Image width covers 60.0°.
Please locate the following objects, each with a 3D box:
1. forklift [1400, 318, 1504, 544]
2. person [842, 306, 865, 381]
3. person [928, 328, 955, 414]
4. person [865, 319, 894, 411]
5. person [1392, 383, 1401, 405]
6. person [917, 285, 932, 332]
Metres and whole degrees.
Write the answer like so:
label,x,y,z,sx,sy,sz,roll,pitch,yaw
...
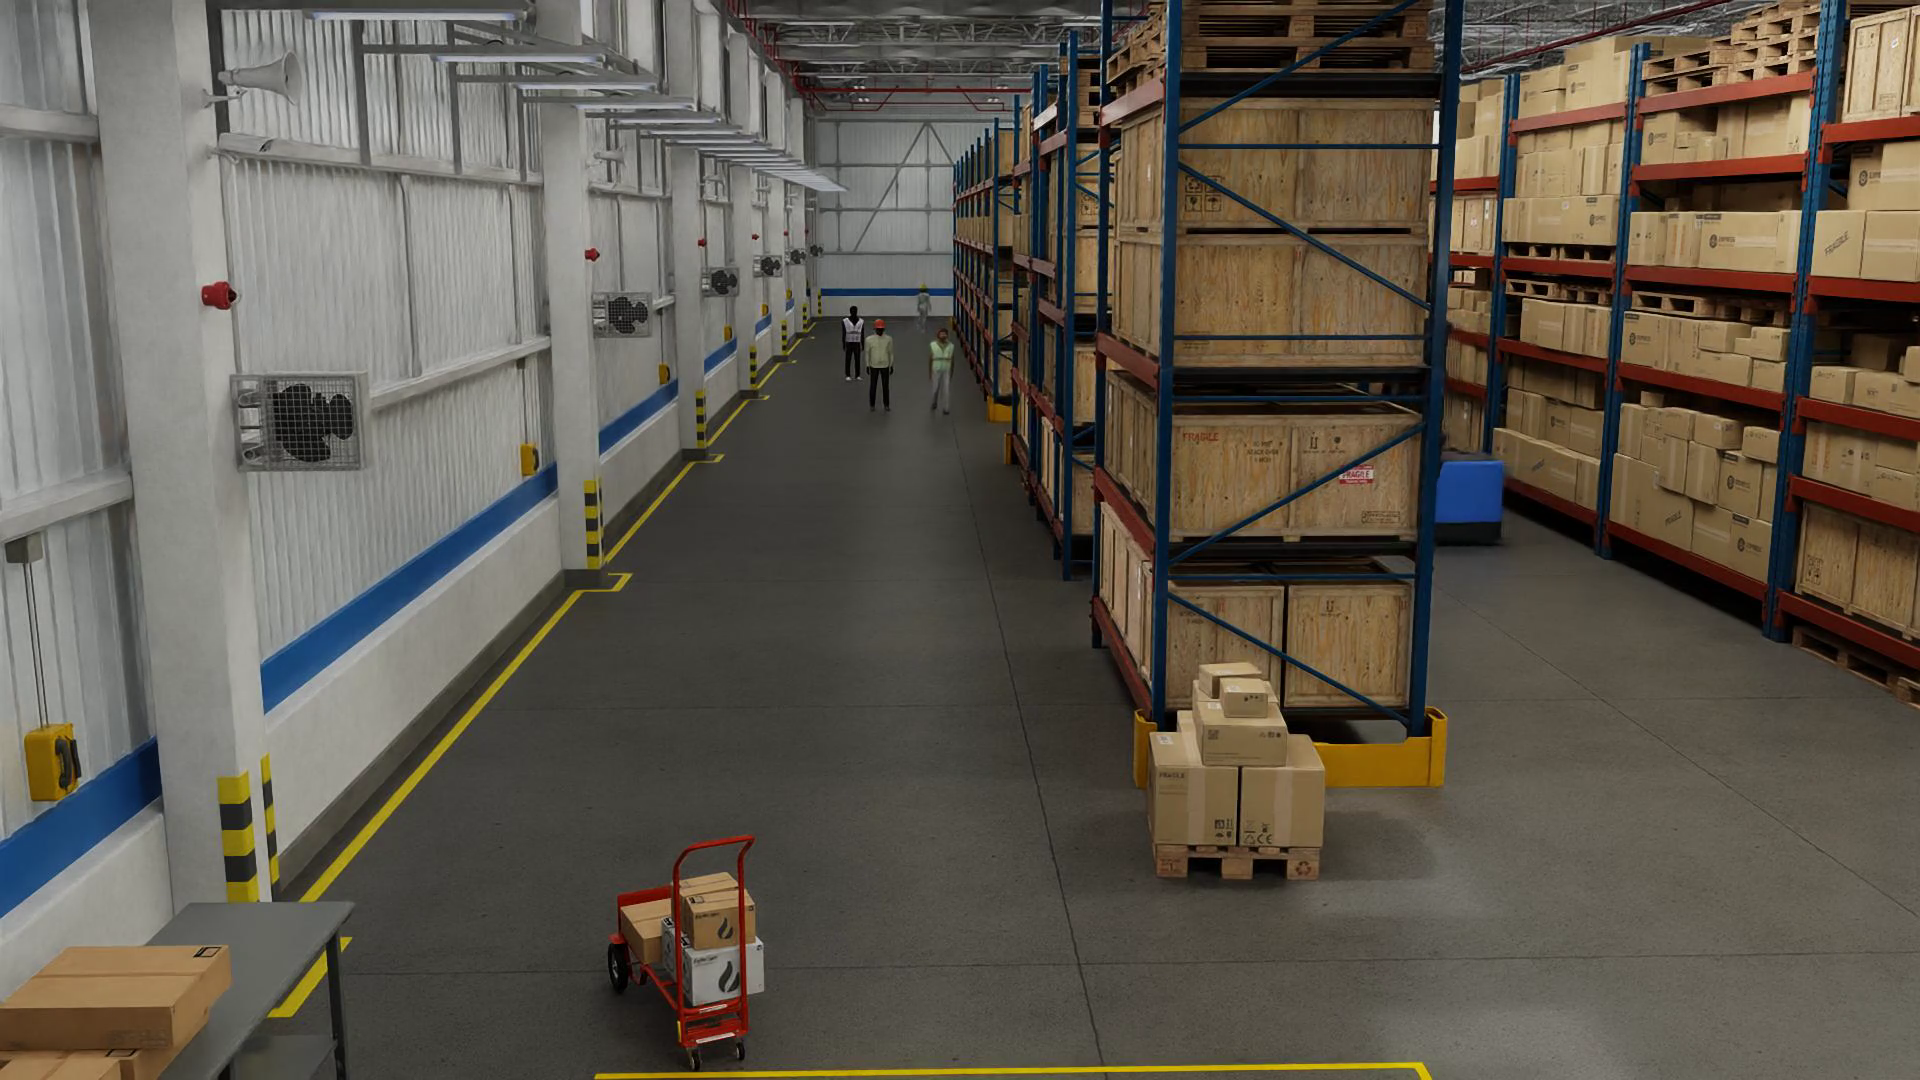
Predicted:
label,x,y,z,sx,sy,sz,roll,pitch,yaw
forklift,5.872,-1.399,21.125,1.873,2.768,1.129,0,11,-2
person,-2.729,-5.029,42.551,0.592,1.911,0.387,-4,12,-19
person,-0.400,-3.596,35.299,0.587,1.829,0.610,-2,11,-10
person,-1.726,-3.744,35.670,0.621,1.986,0.411,-2,11,-11
person,7.797,-2.574,29.779,0.400,1.910,0.643,2,11,12
person,-1.287,-8.550,61.380,0.492,1.717,0.743,6,13,30
